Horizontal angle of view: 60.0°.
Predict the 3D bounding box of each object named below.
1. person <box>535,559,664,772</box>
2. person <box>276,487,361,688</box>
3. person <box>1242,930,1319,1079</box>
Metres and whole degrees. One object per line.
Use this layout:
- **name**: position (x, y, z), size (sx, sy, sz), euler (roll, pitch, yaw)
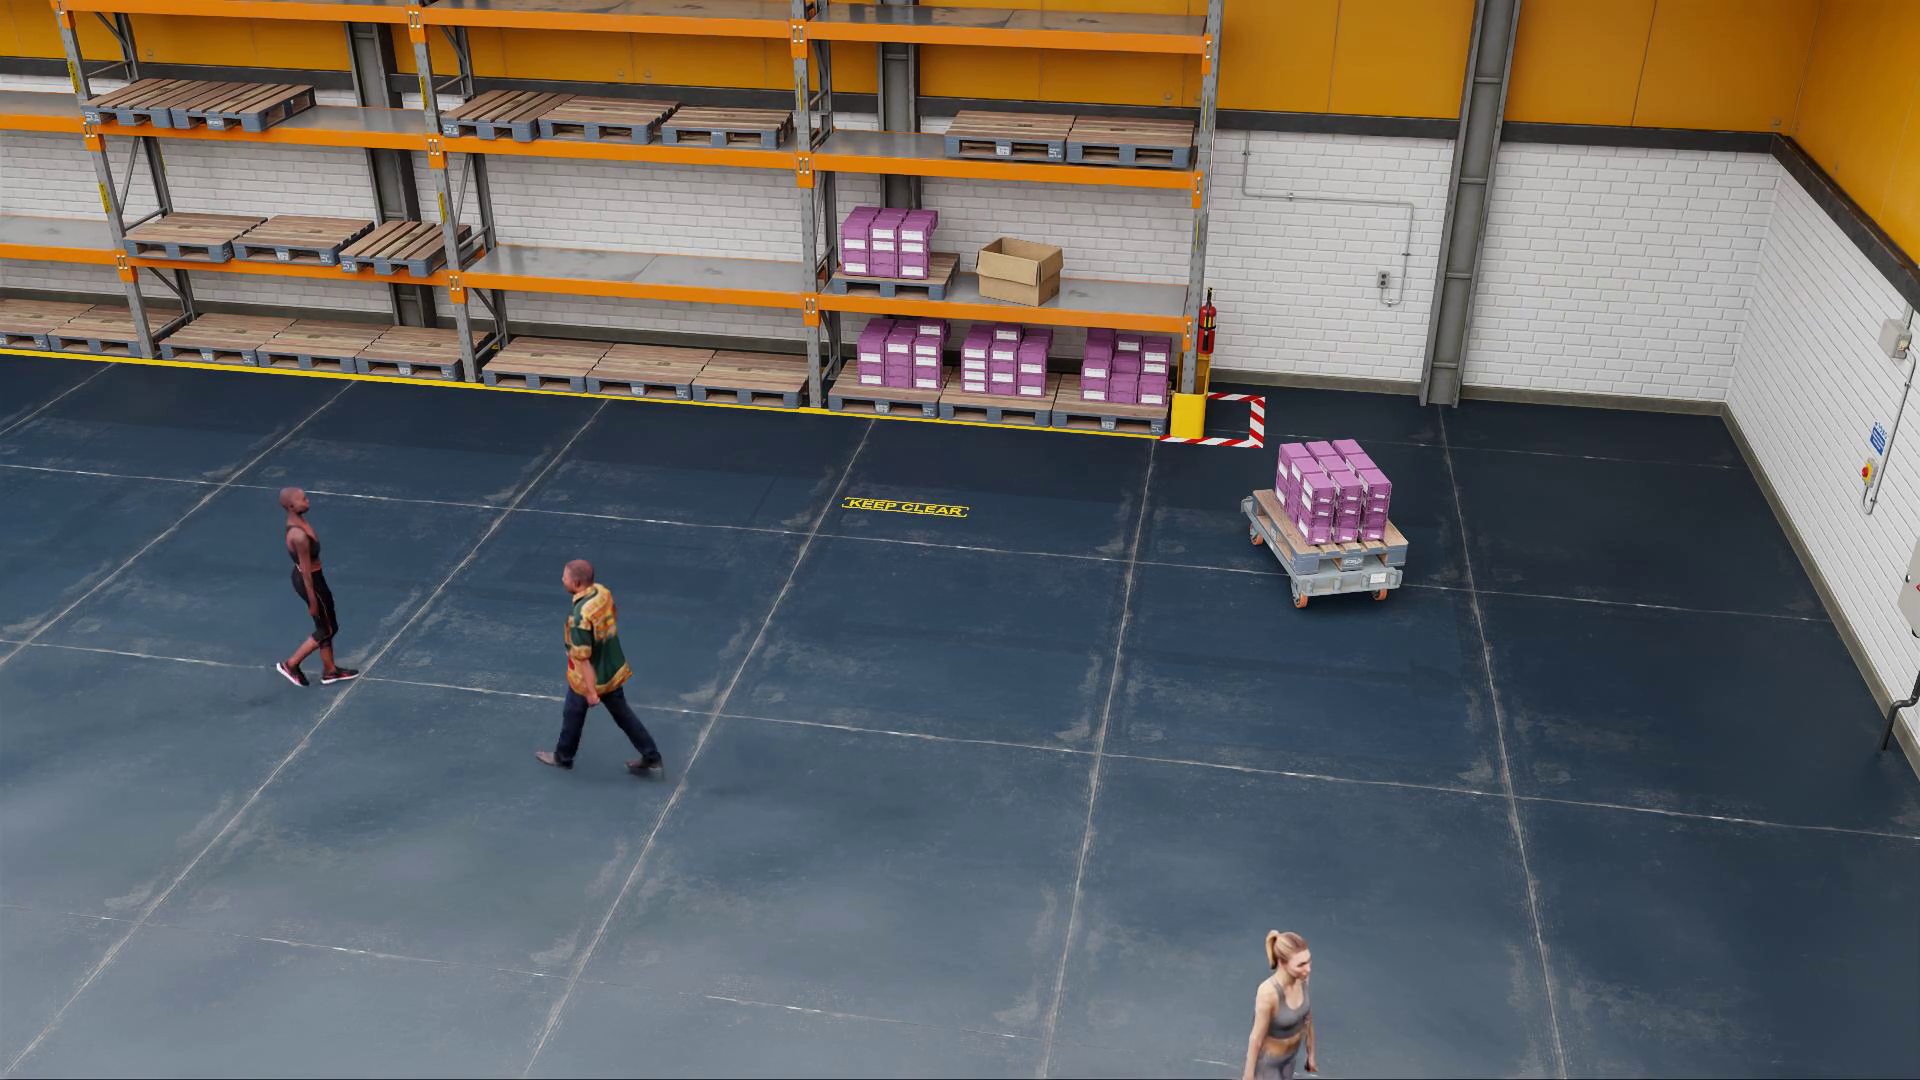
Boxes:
- **person**: position (-2.512, 0.959, 11.881), size (1.198, 1.758, 0.718), euler (6, 29, 11)
- **person**: position (-5.141, 0.394, 12.930), size (0.933, 1.746, 0.837), euler (-13, 31, -23)
- **person**: position (1.587, 2.701, 8.752), size (0.701, 1.697, 0.738), euler (-25, 37, -38)
